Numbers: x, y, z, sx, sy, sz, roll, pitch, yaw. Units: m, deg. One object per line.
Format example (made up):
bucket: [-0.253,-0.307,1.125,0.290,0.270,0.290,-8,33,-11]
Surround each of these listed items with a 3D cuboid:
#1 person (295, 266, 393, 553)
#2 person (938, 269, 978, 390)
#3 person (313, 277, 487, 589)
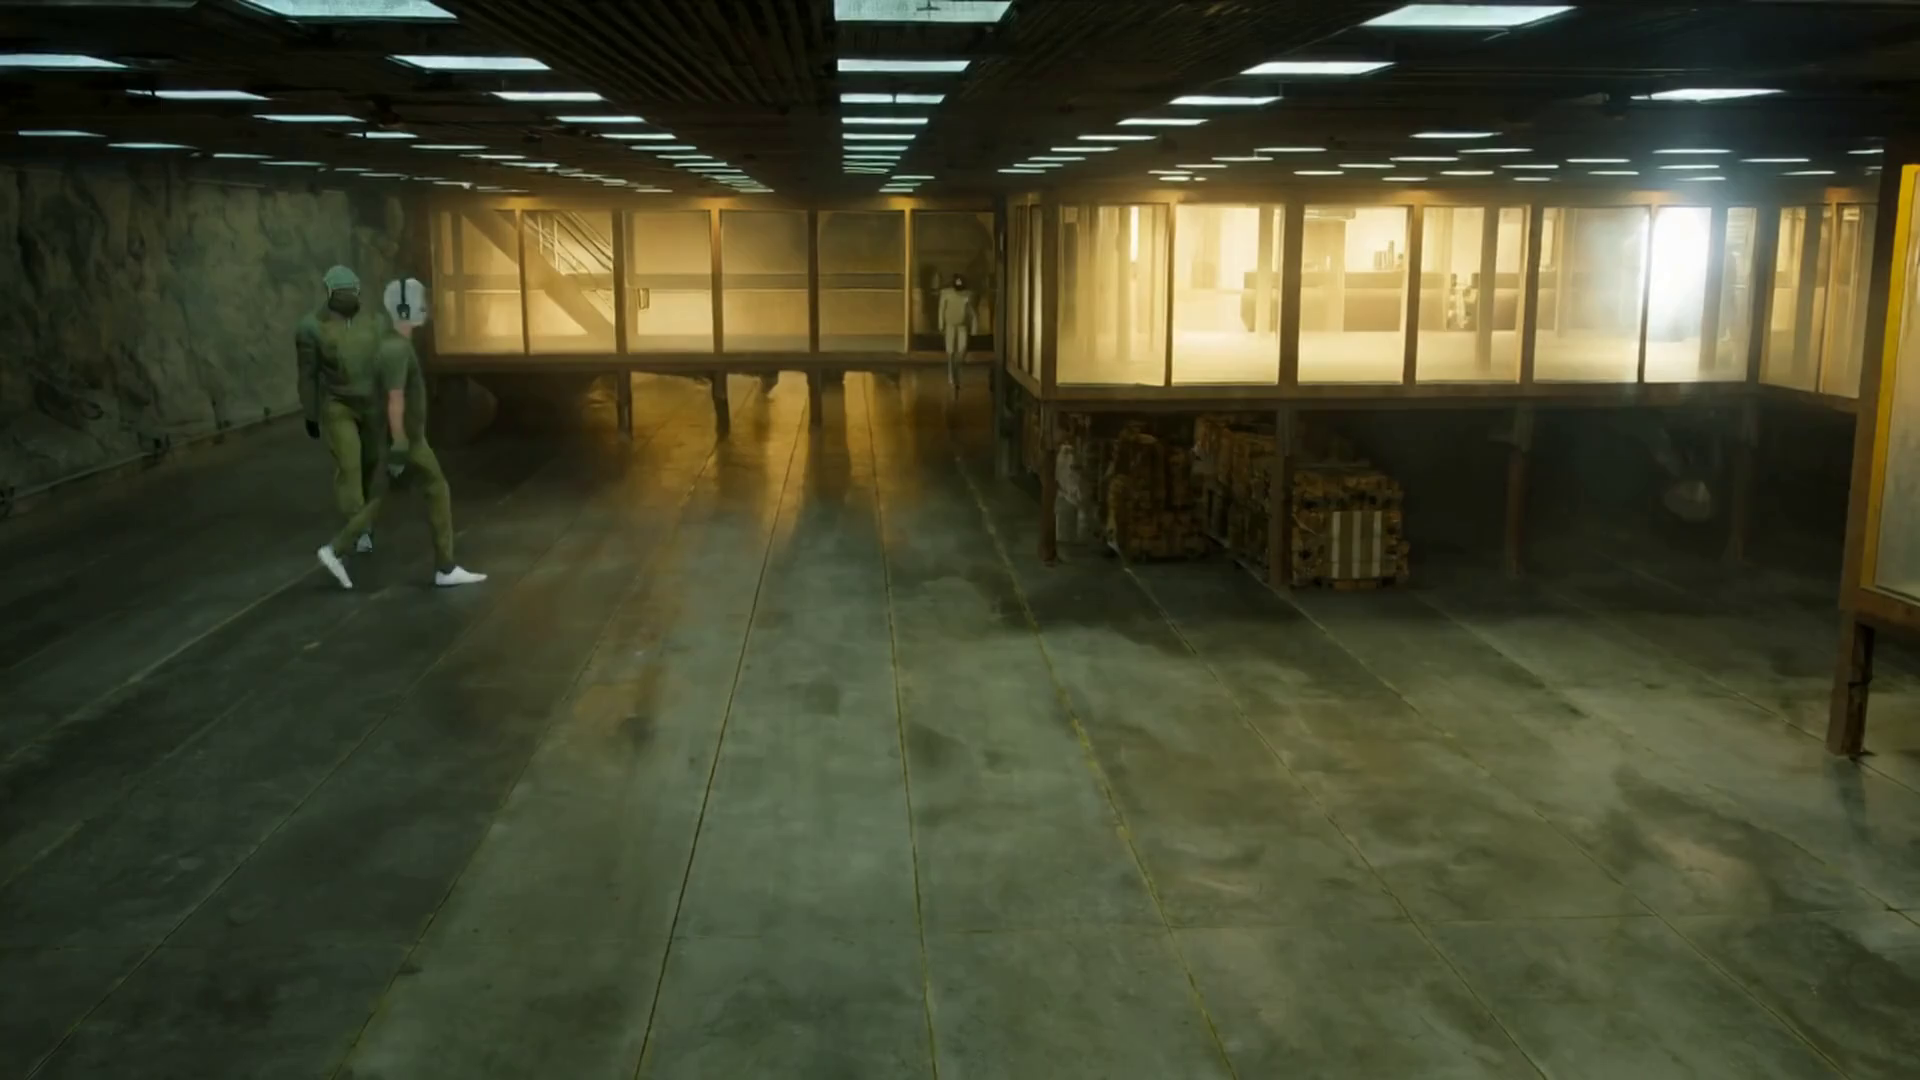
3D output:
person: [-4.068,-0.895,11.154,0.650,1.866,0.982,-7,13,-33]
person: [-0.016,-2.761,21.891,0.517,1.585,0.871,-1,11,-5]
person: [-3.316,-0.612,9.712,0.890,1.835,0.516,-6,12,-28]
